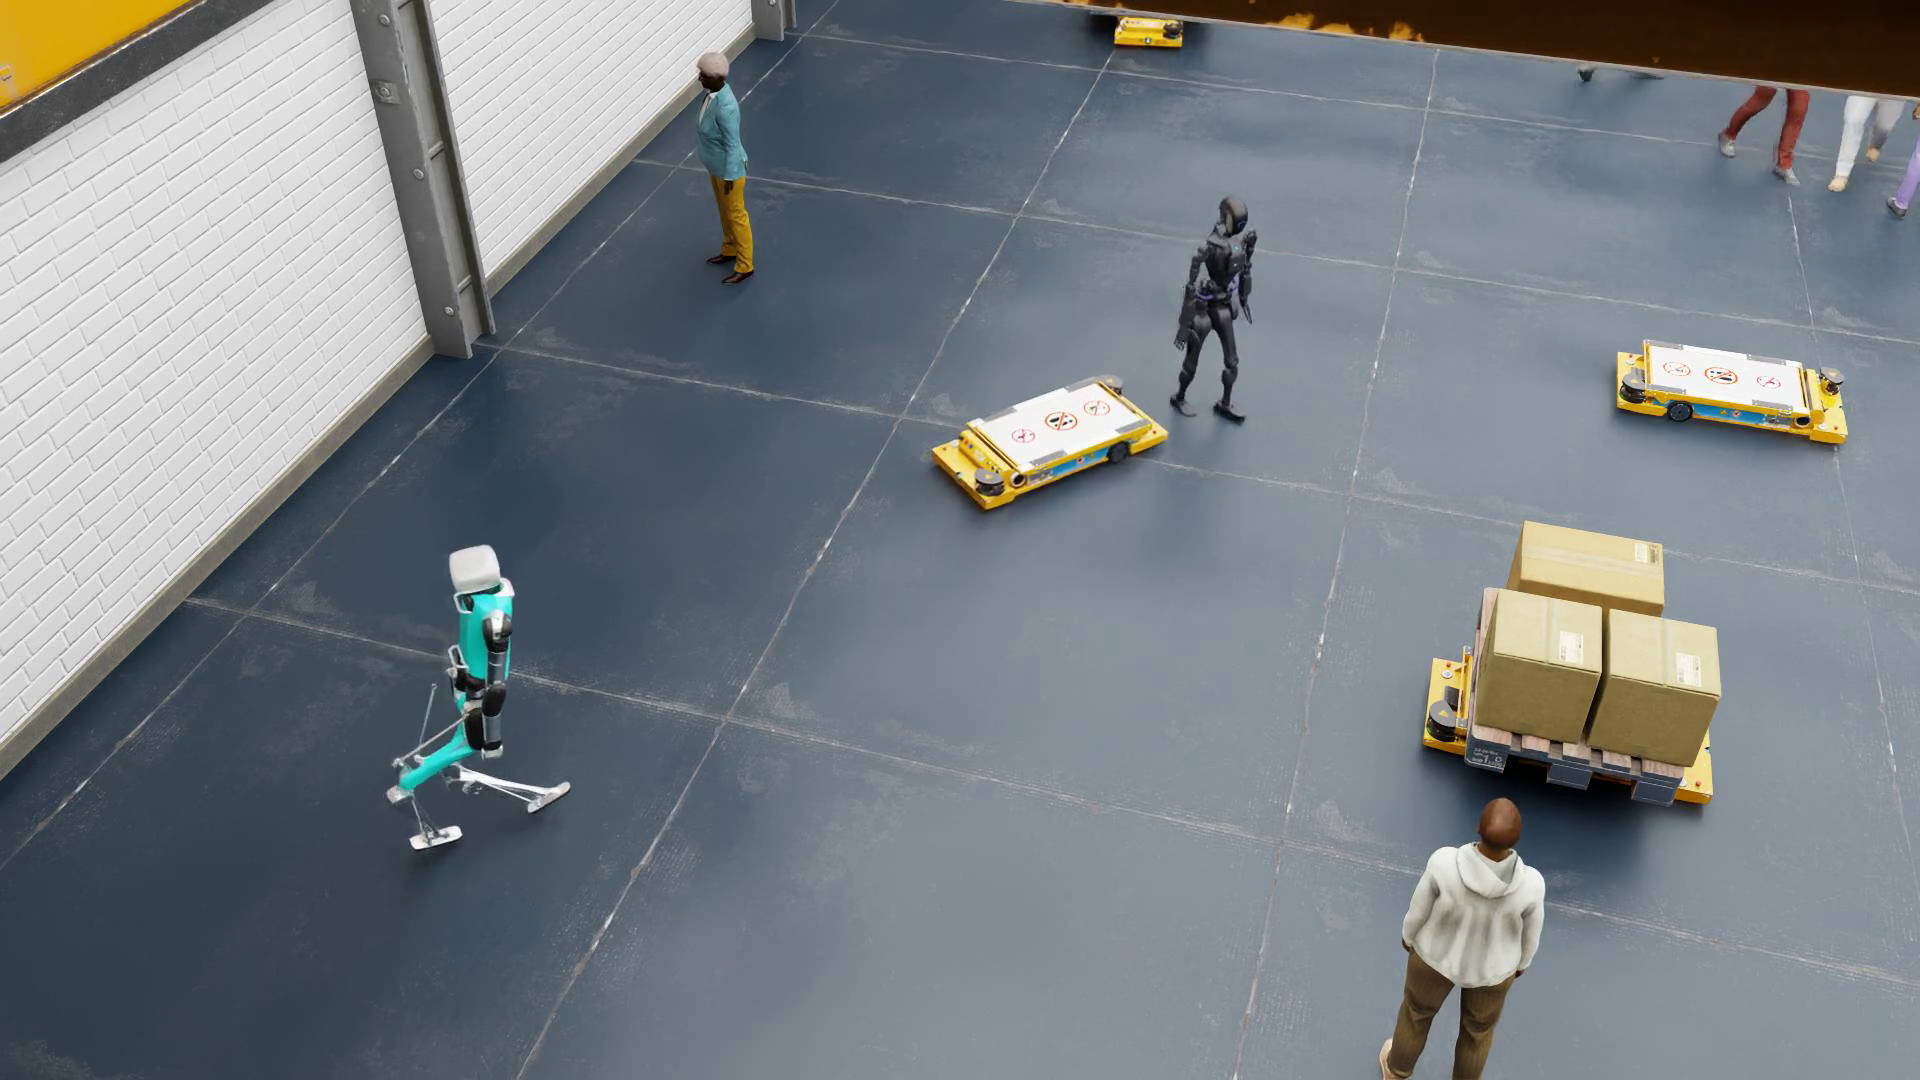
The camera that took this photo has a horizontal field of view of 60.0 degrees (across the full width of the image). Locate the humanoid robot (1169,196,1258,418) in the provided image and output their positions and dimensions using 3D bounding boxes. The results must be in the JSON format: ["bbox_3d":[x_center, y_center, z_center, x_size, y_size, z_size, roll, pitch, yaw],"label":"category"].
[{"bbox_3d":[1.649,-1.497,10.754,0.603,1.631,0.521,-24,45,-27],"label":"humanoid robot"}]

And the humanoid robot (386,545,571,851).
[{"bbox_3d":[-2.422,0.834,7.785,1.036,1.719,0.530,-16,42,-19],"label":"humanoid robot"}]

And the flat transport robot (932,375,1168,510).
[{"bbox_3d":[0.592,-0.654,10.818,1.431,0.231,0.659,-21,43,-24],"label":"flat transport robot"}]

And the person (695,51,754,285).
[{"bbox_3d":[-1.748,-2.740,12.228,0.340,1.754,0.522,-16,41,-19],"label":"person"}]

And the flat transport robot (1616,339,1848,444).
[{"bbox_3d":[5.212,-1.013,11.264,1.431,0.231,0.659,11,40,13],"label":"flat transport robot"}]

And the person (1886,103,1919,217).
[{"bbox_3d":[7.737,-3.365,12.928,0.565,1.850,0.390,10,40,13],"label":"person"}]

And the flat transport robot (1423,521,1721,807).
[{"bbox_3d":[3.216,0.963,8.806,1.431,0.231,0.659,11,40,13],"label":"flat transport robot"}]

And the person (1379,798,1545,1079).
[{"bbox_3d":[2.027,1.695,6.700,0.520,1.768,0.373,10,40,13],"label":"person"}]

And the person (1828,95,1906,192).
[{"bbox_3d":[7.483,-3.768,13.465,0.668,1.813,0.751,22,44,25],"label":"person"}]

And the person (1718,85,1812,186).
[{"bbox_3d":[6.781,-3.914,13.630,0.543,1.848,0.893,-11,40,-13],"label":"person"}]

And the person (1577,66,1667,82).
[{"bbox_3d":[6.140,-4.969,14.976,0.889,1.794,0.602,-3,39,-3],"label":"person"}]

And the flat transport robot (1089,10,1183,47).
[{"bbox_3d":[1.912,-5.277,16.568,0.659,0.231,1.431,5,39,6],"label":"flat transport robot"}]
